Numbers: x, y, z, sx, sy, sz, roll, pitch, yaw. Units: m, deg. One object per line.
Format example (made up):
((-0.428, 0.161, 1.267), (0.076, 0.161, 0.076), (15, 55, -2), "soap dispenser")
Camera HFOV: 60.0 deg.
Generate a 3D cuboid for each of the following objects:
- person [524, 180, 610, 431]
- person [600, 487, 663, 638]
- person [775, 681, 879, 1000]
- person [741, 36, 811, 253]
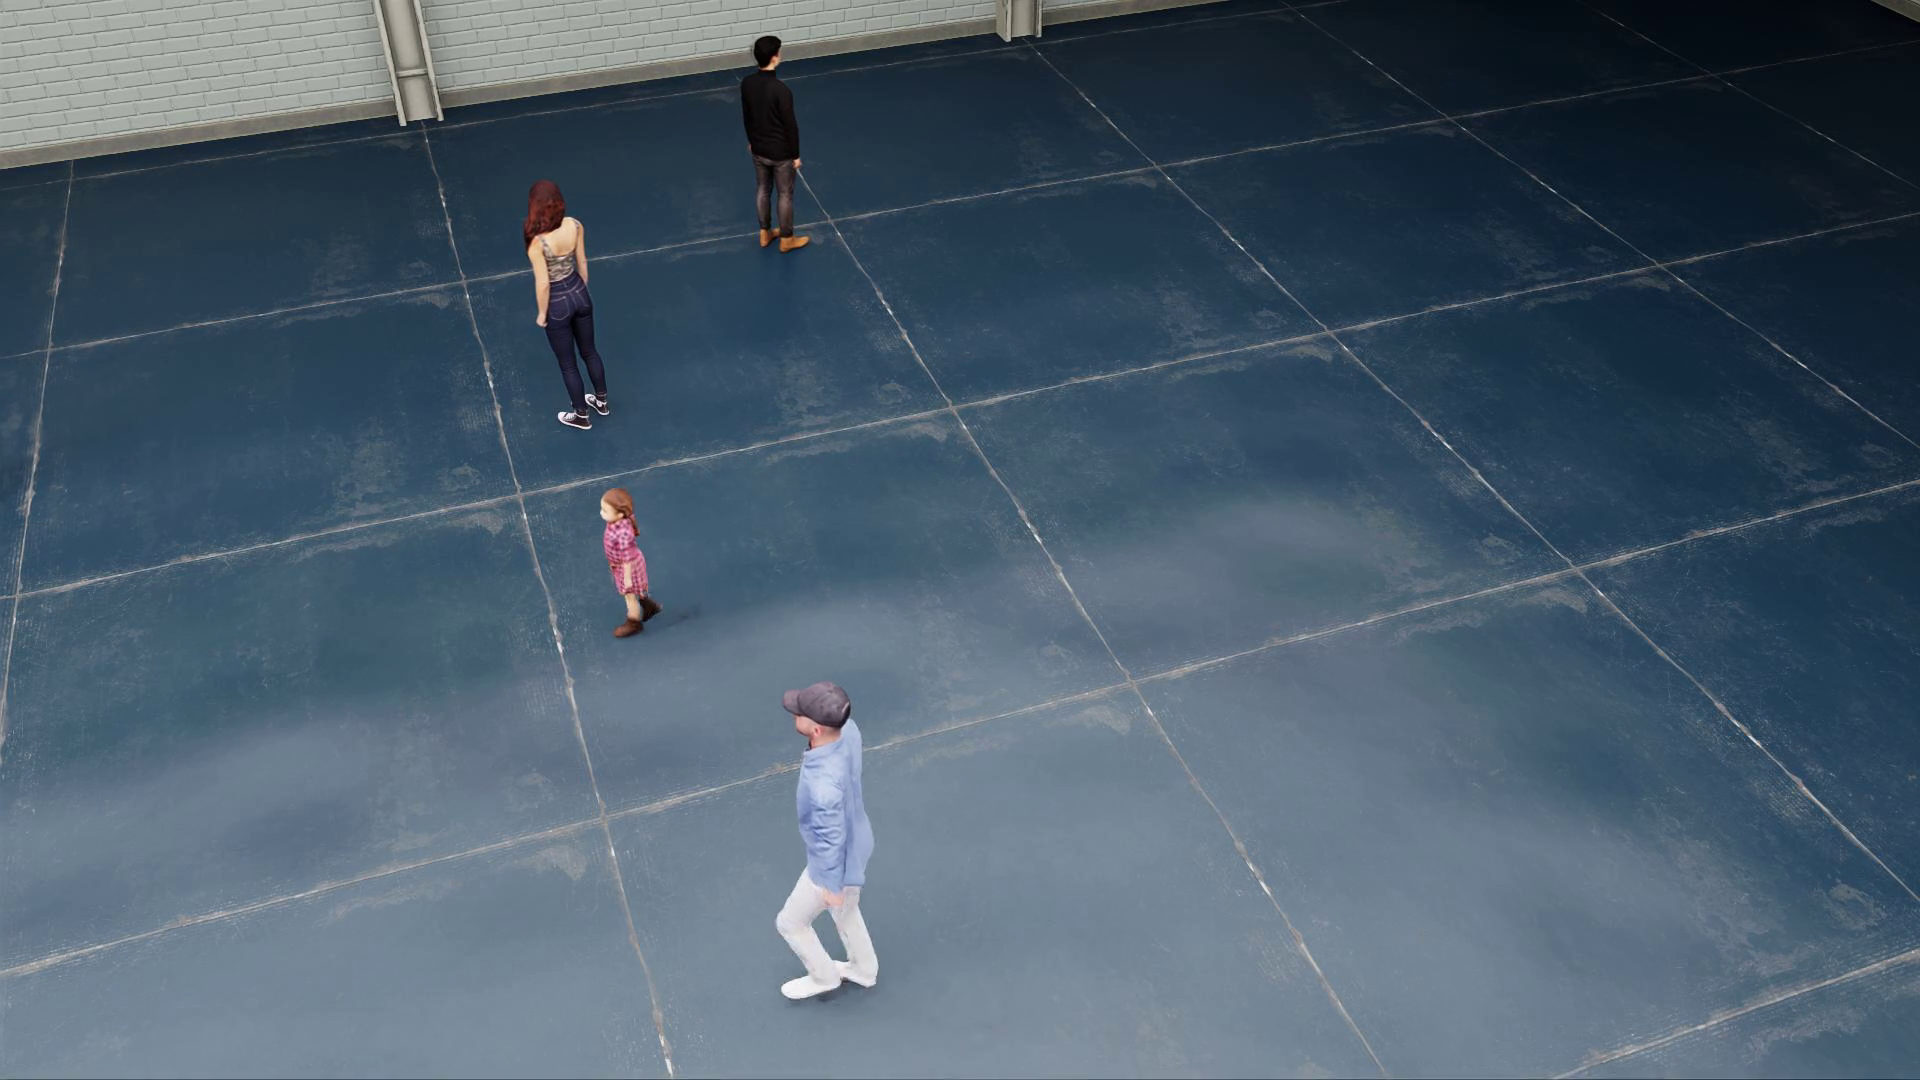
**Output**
((-2.604, -1.554, 11.012), (0.758, 1.769, 0.663), (23, 44, 27), "person")
((-1.862, 0.119, 9.482), (0.514, 1.020, 0.431), (-13, 40, -16), "person")
((-0.472, 1.357, 7.205), (0.831, 1.876, 0.796), (7, 39, 9), "person")
((-1.468, -3.096, 13.020), (0.720, 1.723, 0.738), (22, 43, 26), "person")
